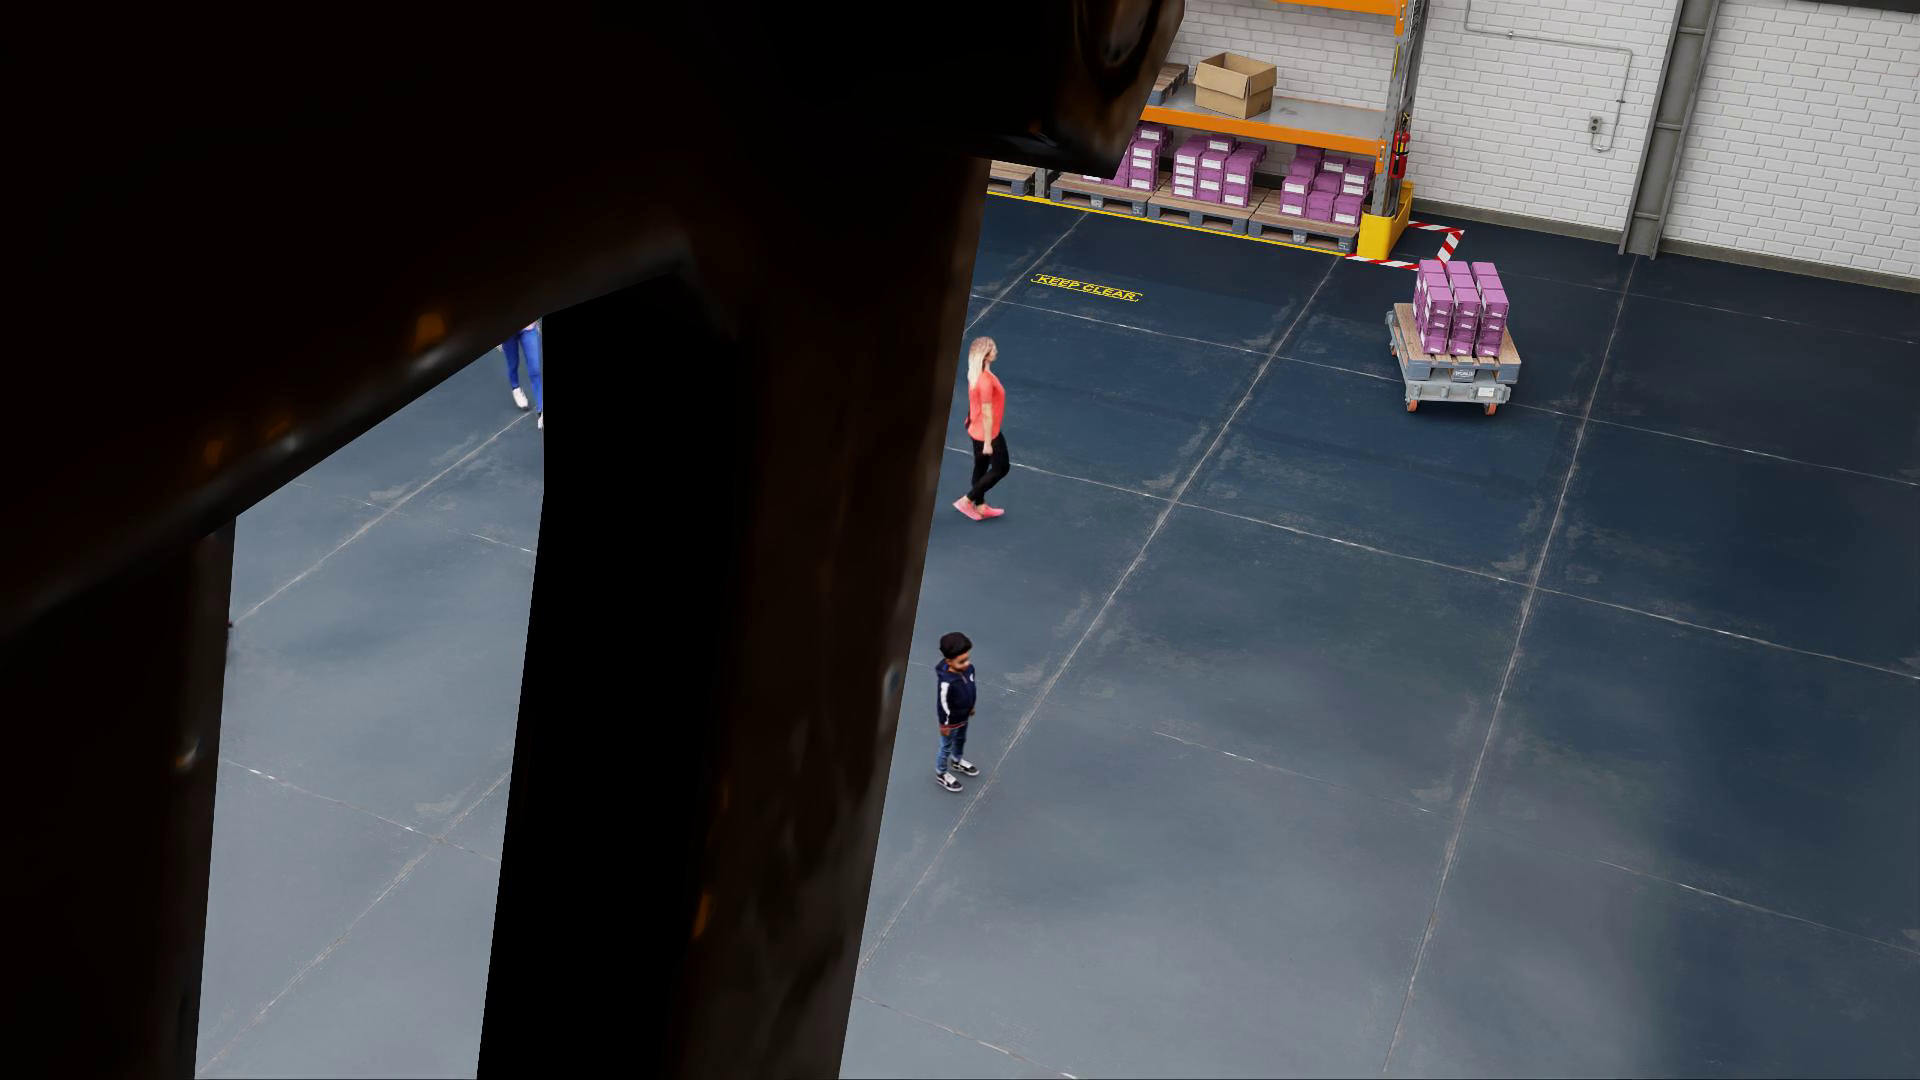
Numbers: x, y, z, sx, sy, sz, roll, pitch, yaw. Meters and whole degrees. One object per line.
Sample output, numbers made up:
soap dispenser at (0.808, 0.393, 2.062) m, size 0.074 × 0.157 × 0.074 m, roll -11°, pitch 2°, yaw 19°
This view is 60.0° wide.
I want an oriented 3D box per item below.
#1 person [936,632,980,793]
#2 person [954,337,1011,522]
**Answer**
person at (-0.032, 1.112, 10.990) m, size 0.521 × 1.221 × 0.544 m, roll 22°, pitch 40°, yaw 30°
person at (0.114, -0.866, 13.546) m, size 0.840 × 1.687 × 0.780 m, roll -8°, pitch 34°, yaw -12°
